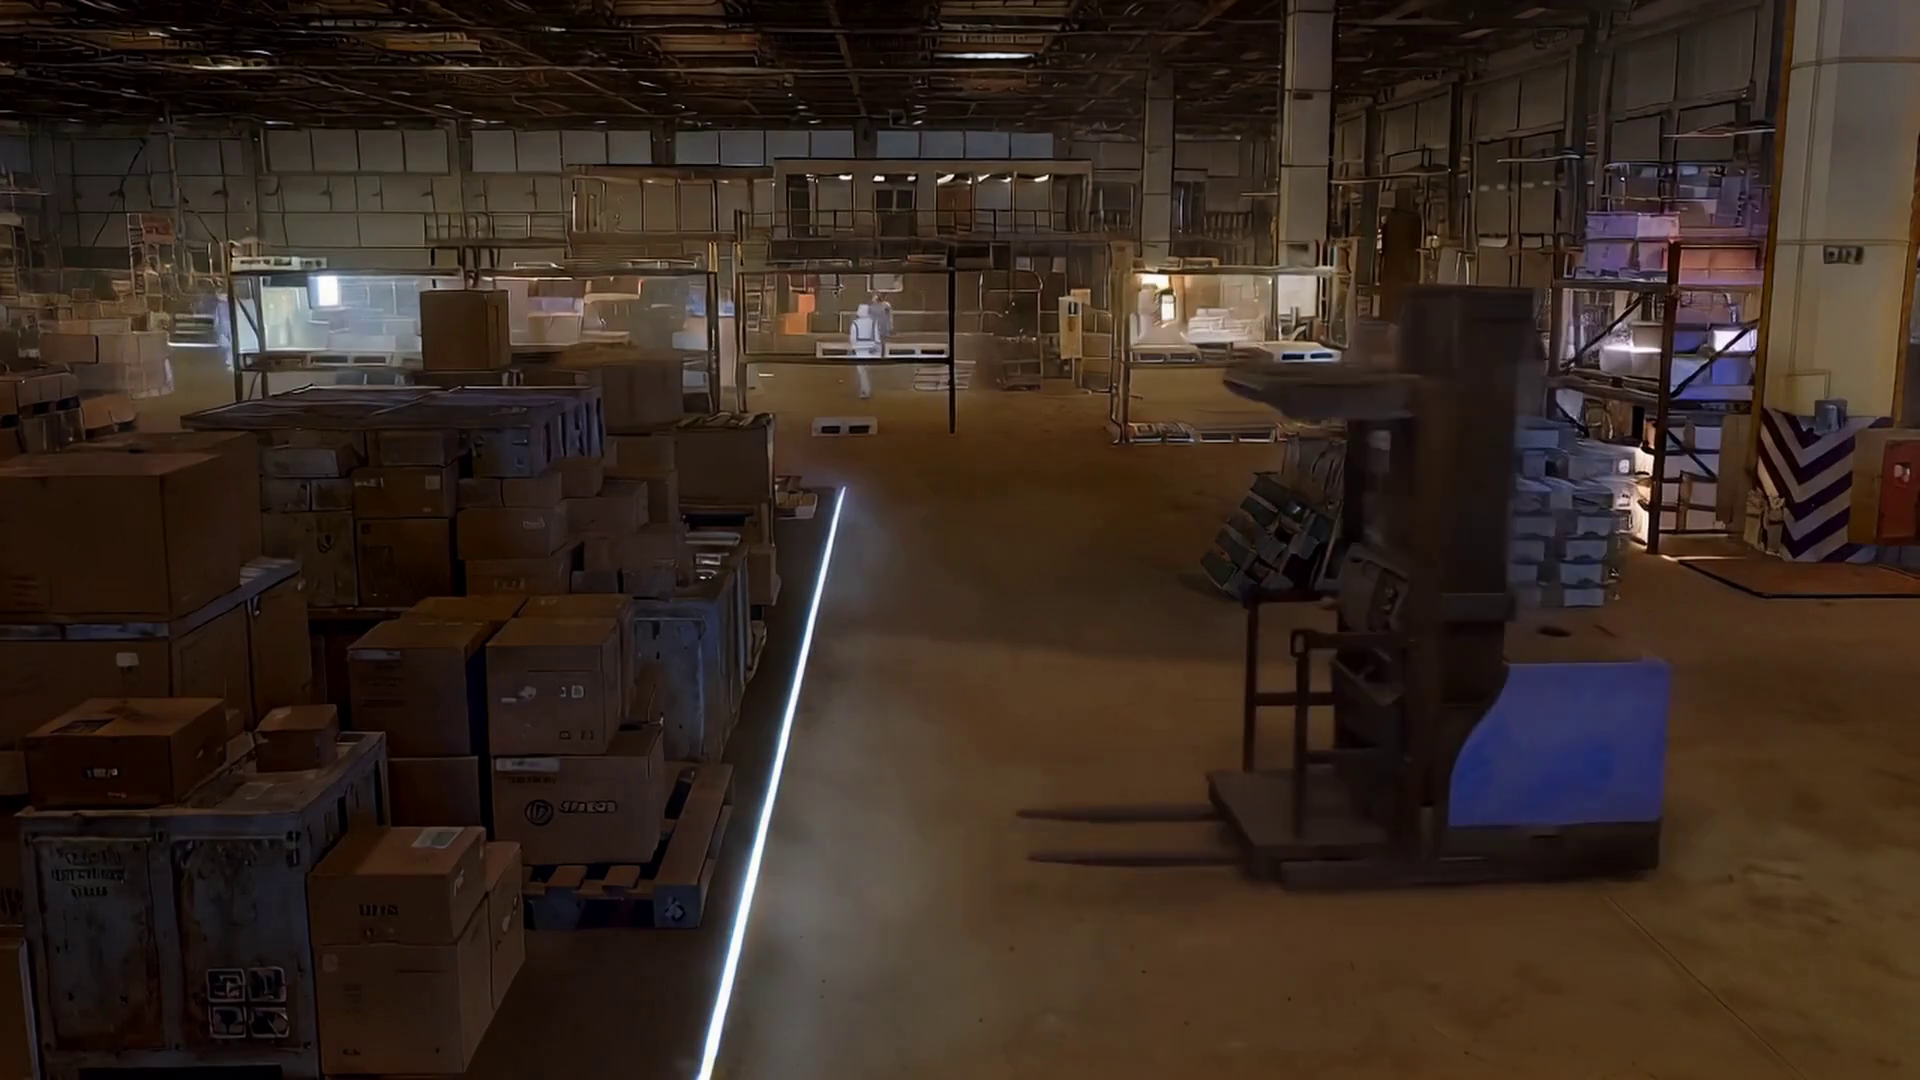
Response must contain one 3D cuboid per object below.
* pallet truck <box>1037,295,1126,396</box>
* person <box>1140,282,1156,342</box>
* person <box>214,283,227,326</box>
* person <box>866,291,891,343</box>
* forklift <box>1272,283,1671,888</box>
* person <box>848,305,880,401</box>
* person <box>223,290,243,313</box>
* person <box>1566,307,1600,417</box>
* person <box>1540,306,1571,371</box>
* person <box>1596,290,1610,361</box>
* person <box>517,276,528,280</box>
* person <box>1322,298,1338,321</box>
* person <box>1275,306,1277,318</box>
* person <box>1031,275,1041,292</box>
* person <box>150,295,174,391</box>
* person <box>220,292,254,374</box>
[{"bbox_3d":[2.483,-3.881,33.060,1.885,1.965,0.823,-7,13,-36],"label":"pallet truck"},{"bbox_3d":[5.676,-6.868,50.206,0.441,1.819,0.680,-7,12,-32],"label":"person"},{"bbox_3d":[-19.832,-5.964,44.886,0.587,1.920,0.392,2,10,11],"label":"person"},{"bbox_3d":[-1.960,-5.049,39.922,0.637,1.877,1.036,1,10,4],"label":"person"},{"bbox_3d":[2.384,0.159,8.097,1.873,2.768,1.129,-1,10,-3],"label":"forklift"},{"bbox_3d":[-1.872,-3.595,31.927,0.603,1.828,0.972,-4,11,-23],"label":"person"},{"bbox_3d":[-18.472,-5.461,42.299,0.533,1.844,0.417,1,10,3],"label":"person"},{"bbox_3d":[10.858,-3.095,28.899,0.603,1.915,0.512,9,13,40],"label":"person"},{"bbox_3d":[12.886,-4.318,35.991,0.637,1.826,0.739,7,12,34],"label":"person"},{"bbox_3d":[16.008,-5.376,41.420,0.391,1.986,0.609,-1,10,-8],"label":"person"},{"bbox_3d":[-18.131,-10.252,69.023,0.515,1.827,0.392,-1,10,-6],"label":"person"},{"bbox_3d":[9.270,-5.387,41.932,0.517,1.835,0.926,-3,11,-17],"label":"person"},{"bbox_3d":[7.708,-4.928,39.262,0.613,1.880,0.771,5,11,27],"label":"person"},{"bbox_3d":[2.641,-8.312,58.065,0.575,1.882,0.361,-5,11,-28],"label":"person"},{"bbox_3d":[-16.208,-3.980,33.696,0.606,1.967,0.367,6,12,32],"label":"person"},{"bbox_3d":[-16.583,-4.750,38.135,0.831,1.908,0.580,4,11,20],"label":"person"}]
